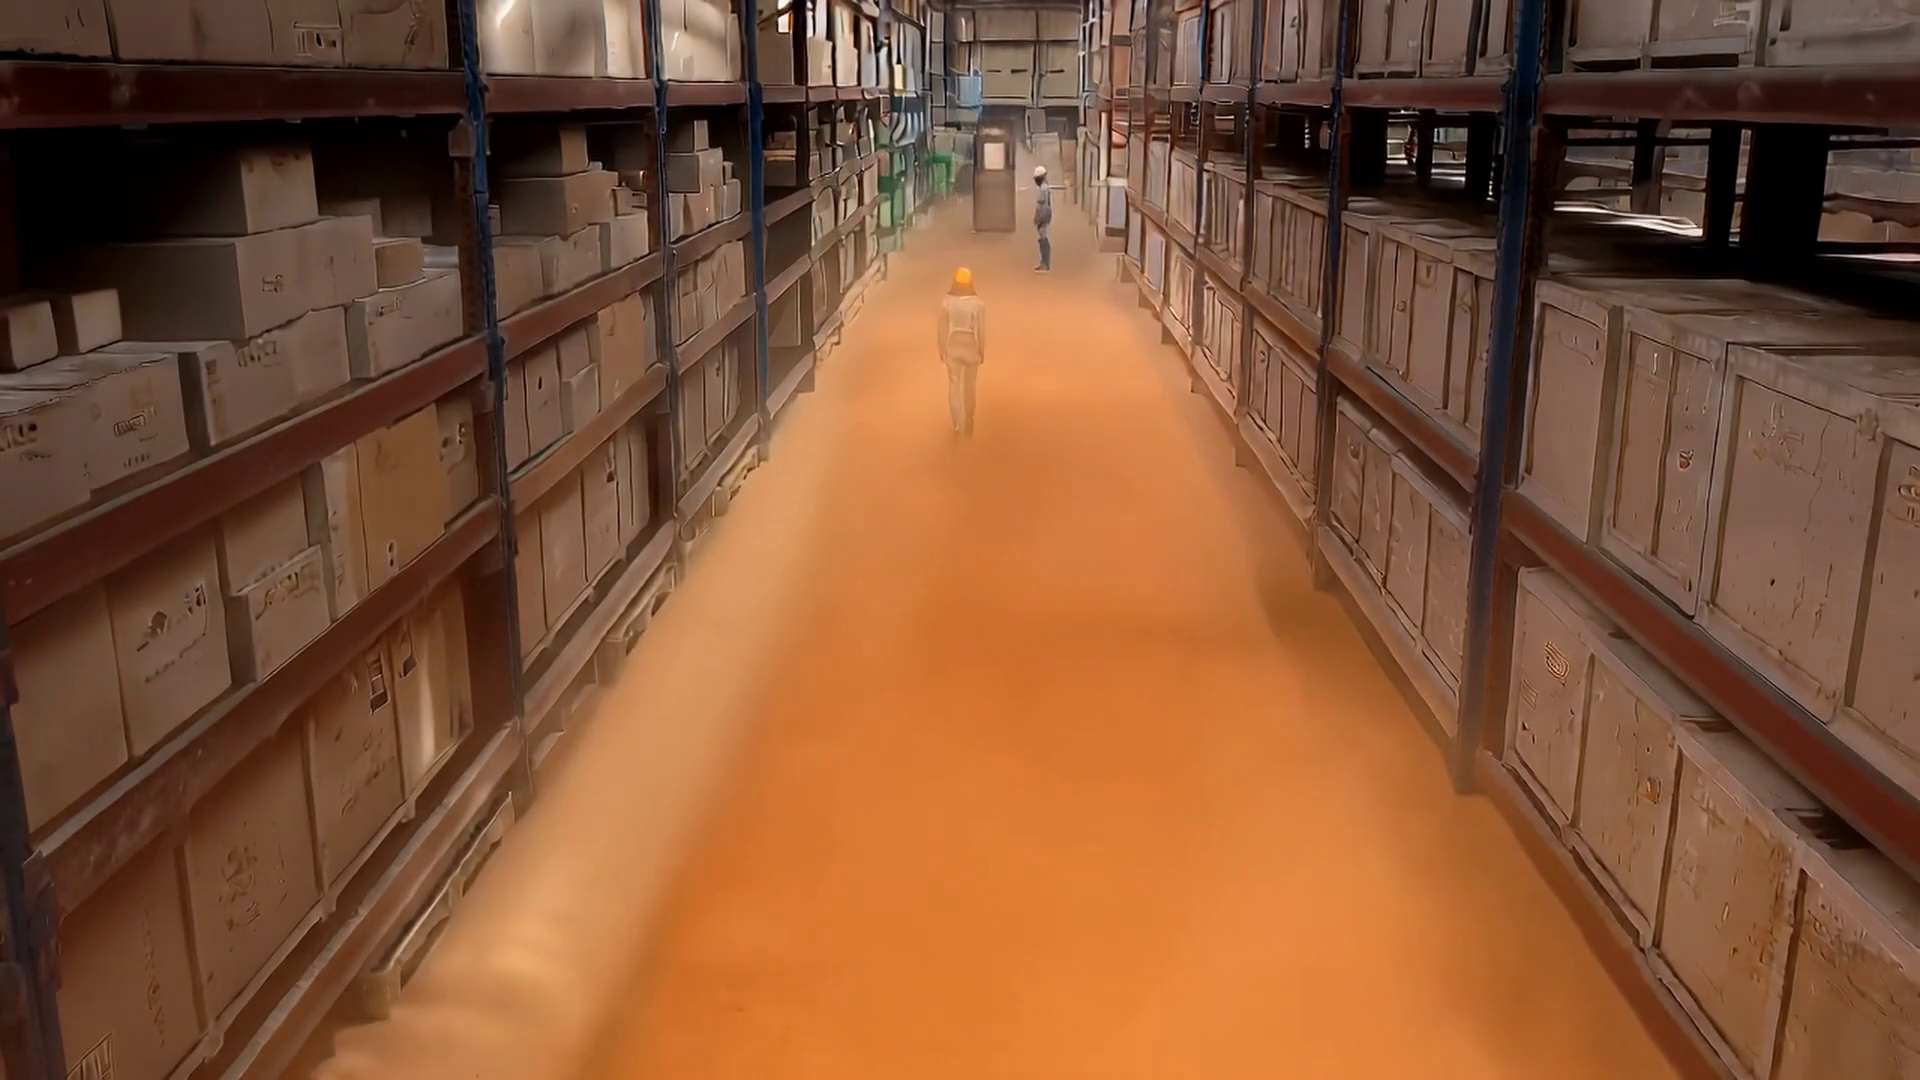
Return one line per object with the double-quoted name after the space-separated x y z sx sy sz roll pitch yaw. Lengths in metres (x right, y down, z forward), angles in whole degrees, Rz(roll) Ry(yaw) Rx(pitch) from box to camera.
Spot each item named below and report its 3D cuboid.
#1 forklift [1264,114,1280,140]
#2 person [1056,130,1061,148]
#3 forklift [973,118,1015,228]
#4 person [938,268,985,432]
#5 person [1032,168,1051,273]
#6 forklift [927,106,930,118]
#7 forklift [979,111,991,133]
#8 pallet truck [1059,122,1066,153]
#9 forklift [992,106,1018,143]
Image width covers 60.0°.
11.022 -13.954 59.708 1.129 2.768 1.873 0 15 2 "forklift"
5.055 -20.415 86.119 0.312 1.635 0.517 5 16 19 "person"
0.910 -9.700 43.880 1.129 2.768 1.873 0 15 1 "forklift"
0.012 -2.008 17.503 0.503 1.691 0.897 1 15 3 "person"
1.594 -6.313 32.874 0.387 2.038 0.615 4 15 13 "person"
-1.956 -21.097 86.286 1.129 2.768 1.873 0 15 2 "forklift"
0.900 -14.653 62.310 1.873 2.768 1.129 0 15 1 "forklift"
5.788 -21.111 88.014 1.885 1.965 0.823 5 16 18 "pallet truck"
2.113 -20.391 83.660 1.129 2.768 1.873 -7 17 -24 "forklift"
